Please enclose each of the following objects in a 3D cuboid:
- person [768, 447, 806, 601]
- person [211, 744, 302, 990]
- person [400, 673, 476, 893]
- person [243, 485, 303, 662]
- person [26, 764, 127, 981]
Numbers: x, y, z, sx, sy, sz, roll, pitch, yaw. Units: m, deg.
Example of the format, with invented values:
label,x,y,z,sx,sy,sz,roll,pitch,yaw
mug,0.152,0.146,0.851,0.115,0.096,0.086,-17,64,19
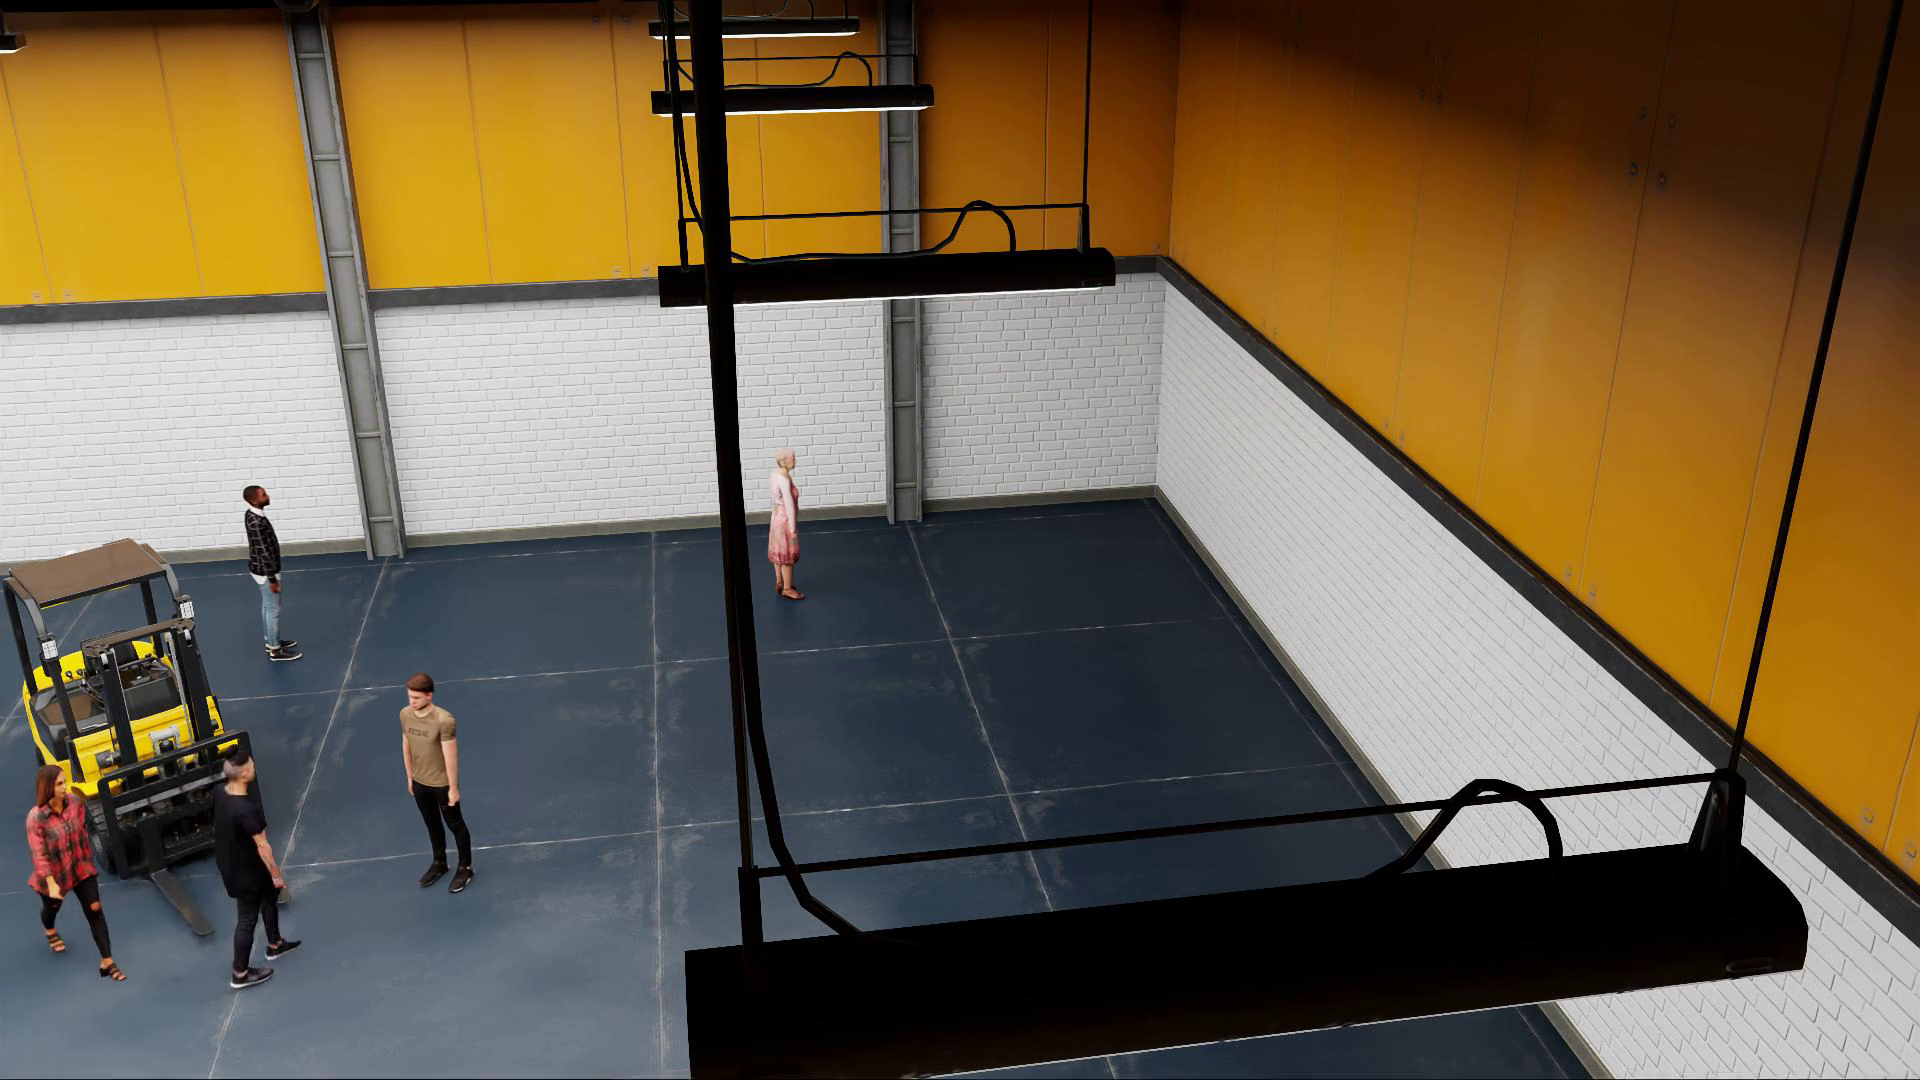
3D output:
label,x,y,z,sx,sy,sz,roll,pitch,yaw
person,-1.879,-0.182,17.764,0.657,1.696,0.656,-11,26,-24
person,-5.167,2.331,11.838,1.058,1.839,1.017,-19,30,-36
person,-4.067,1.850,12.923,0.694,1.851,0.801,9,25,21
person,-6.892,0.306,16.494,0.657,1.820,0.722,-11,26,-23
person,-6.498,2.379,11.965,1.181,1.649,1.118,16,28,32
